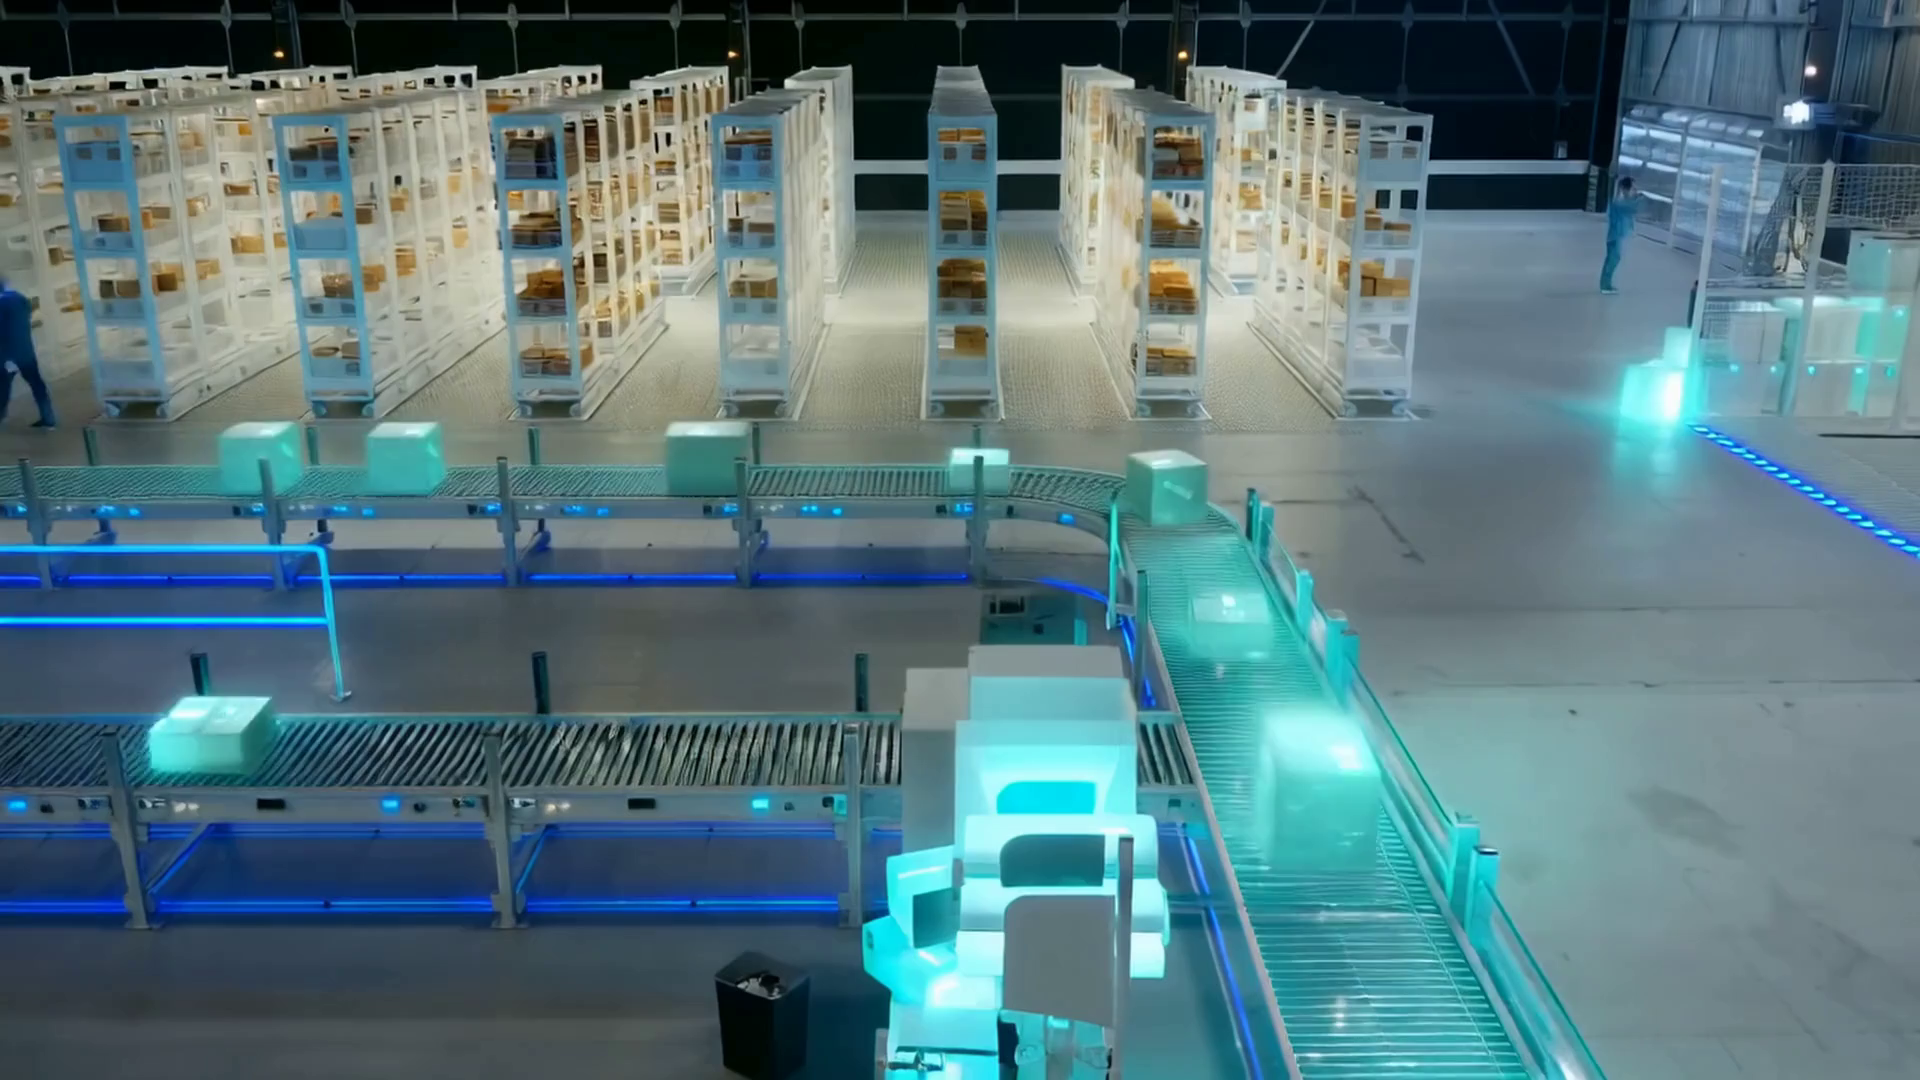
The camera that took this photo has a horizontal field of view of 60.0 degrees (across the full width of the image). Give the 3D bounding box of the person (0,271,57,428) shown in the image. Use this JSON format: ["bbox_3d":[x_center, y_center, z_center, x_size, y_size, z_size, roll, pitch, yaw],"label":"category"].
[{"bbox_3d":[-11.140,-2.205,19.401,0.952,1.860,0.678,0,18,1],"label":"person"}]

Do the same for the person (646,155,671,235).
[{"bbox_3d":[-6.550,-7.388,35.508,0.922,1.784,0.604,-5,19,-14],"label":"person"}]

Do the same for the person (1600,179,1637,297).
[{"bbox_3d":[11.176,-5.126,28.229,0.408,1.987,0.607,2,18,5],"label":"person"}]
